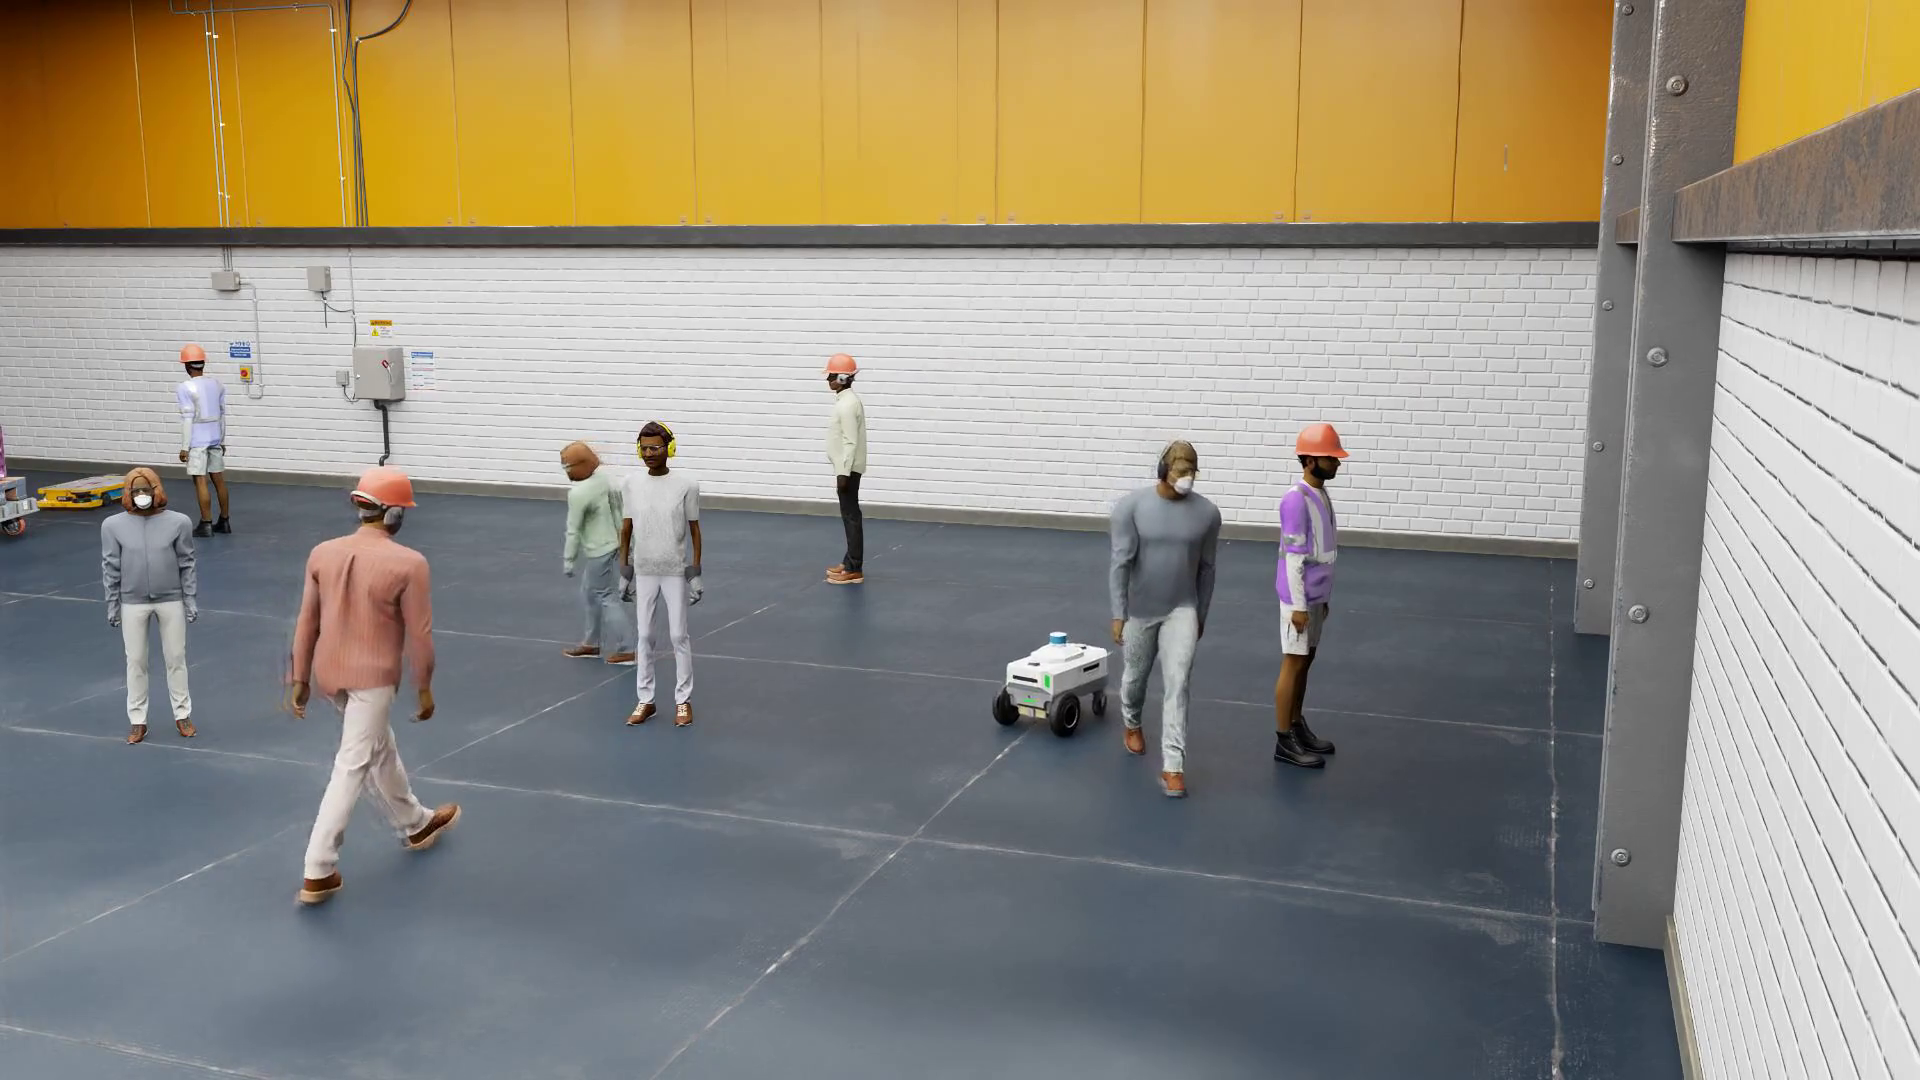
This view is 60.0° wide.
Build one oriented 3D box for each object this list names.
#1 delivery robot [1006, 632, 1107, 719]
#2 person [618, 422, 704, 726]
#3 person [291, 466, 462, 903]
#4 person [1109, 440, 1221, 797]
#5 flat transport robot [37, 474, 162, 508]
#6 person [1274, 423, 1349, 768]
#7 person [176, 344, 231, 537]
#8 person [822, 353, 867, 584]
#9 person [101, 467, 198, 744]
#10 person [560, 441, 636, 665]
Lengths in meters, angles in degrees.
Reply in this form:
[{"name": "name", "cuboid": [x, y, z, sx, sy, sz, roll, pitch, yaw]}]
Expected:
[{"name": "delivery robot", "cuboid": [0.600, 0.809, 10.184, 0.477, 0.478, 0.707, 7, 12, 36]}, {"name": "person", "cuboid": [-1.826, 0.208, 10.129, 0.532, 1.871, 0.319, 1, 10, 4]}, {"name": "person", "cuboid": [-2.748, 0.633, 7.667, 0.609, 1.915, 1.068, 4, 11, 23]}, {"name": "person", "cuboid": [1.109, 0.370, 9.176, 0.636, 1.894, 1.025, -1, 10, -4]}, {"name": "flat transport robot", "cuboid": [-9.841, -0.565, 18.986, 0.652, 0.197, 1.431, 1, 10, 7]}, {"name": "person", "cuboid": [1.983, 0.301, 9.409, 0.369, 1.939, 0.542, 5, 11, 27]}, {"name": "person", "cuboid": [-7.624, -0.992, 16.703, 0.364, 1.933, 0.552, 4, 11, 21]}, {"name": "person", "cuboid": [-0.999, -0.620, 14.436, 0.380, 1.996, 0.608, 0, 10, -2]}, {"name": "person", "cuboid": [-4.772, 0.380, 9.829, 0.500, 1.633, 0.282, -5, 11, -26]}, {"name": "person", "cuboid": [-2.566, 0.093, 11.521, 0.637, 1.591, 0.568, 2, 10, 9]}]
